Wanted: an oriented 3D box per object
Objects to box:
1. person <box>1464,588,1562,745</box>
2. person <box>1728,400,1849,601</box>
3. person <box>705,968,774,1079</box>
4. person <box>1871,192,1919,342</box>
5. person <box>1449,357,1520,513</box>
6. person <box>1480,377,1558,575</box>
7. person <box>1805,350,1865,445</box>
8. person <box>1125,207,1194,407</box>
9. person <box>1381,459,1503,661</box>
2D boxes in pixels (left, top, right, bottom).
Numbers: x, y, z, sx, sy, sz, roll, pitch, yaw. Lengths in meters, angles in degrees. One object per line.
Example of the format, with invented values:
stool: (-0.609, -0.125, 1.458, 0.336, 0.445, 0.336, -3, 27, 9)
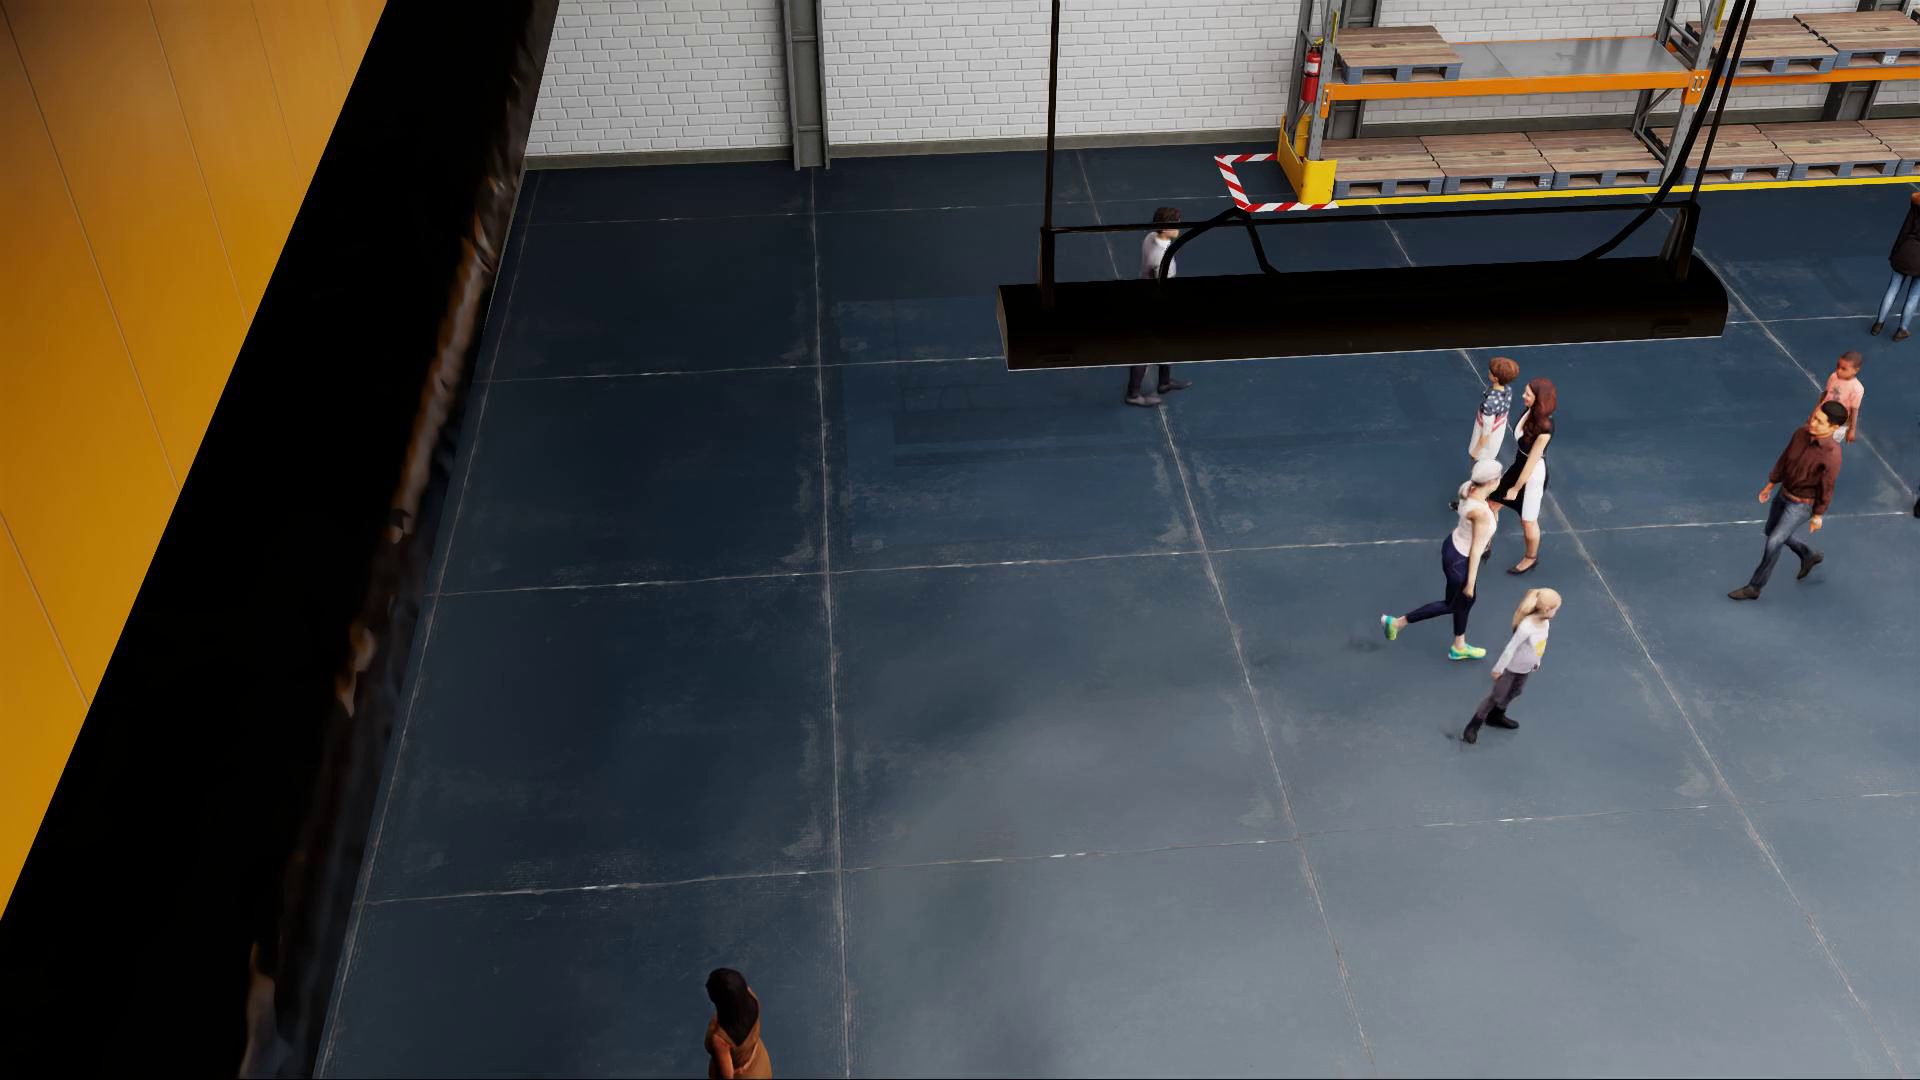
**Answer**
person: (3.722, 0.837, 11.269, 0.662, 1.253, 0.783, -18, 42, -21)
person: (6.248, -0.293, 12.279, 1.005, 1.760, 0.684, -7, 39, -8)
person: (-1.126, 2.745, 8.530, 0.617, 1.690, 0.626, 10, 40, 12)
person: (8.788, -2.598, 15.263, 0.738, 1.635, 0.799, 27, 46, 30)
person: (4.200, -0.829, 13.207, 0.655, 1.438, 0.588, 30, 47, 32)
person: (4.327, -0.447, 12.456, 0.794, 1.778, 0.577, -4, 39, -5)
person: (7.148, -0.977, 13.505, 0.539, 1.298, 0.519, -10, 40, -12)
person: (1.584, -1.986, 14.281, 0.855, 1.905, 0.783, -2, 39, -2)
person: (3.446, 0.172, 11.770, 1.071, 1.668, 0.745, 5, 39, 6)
